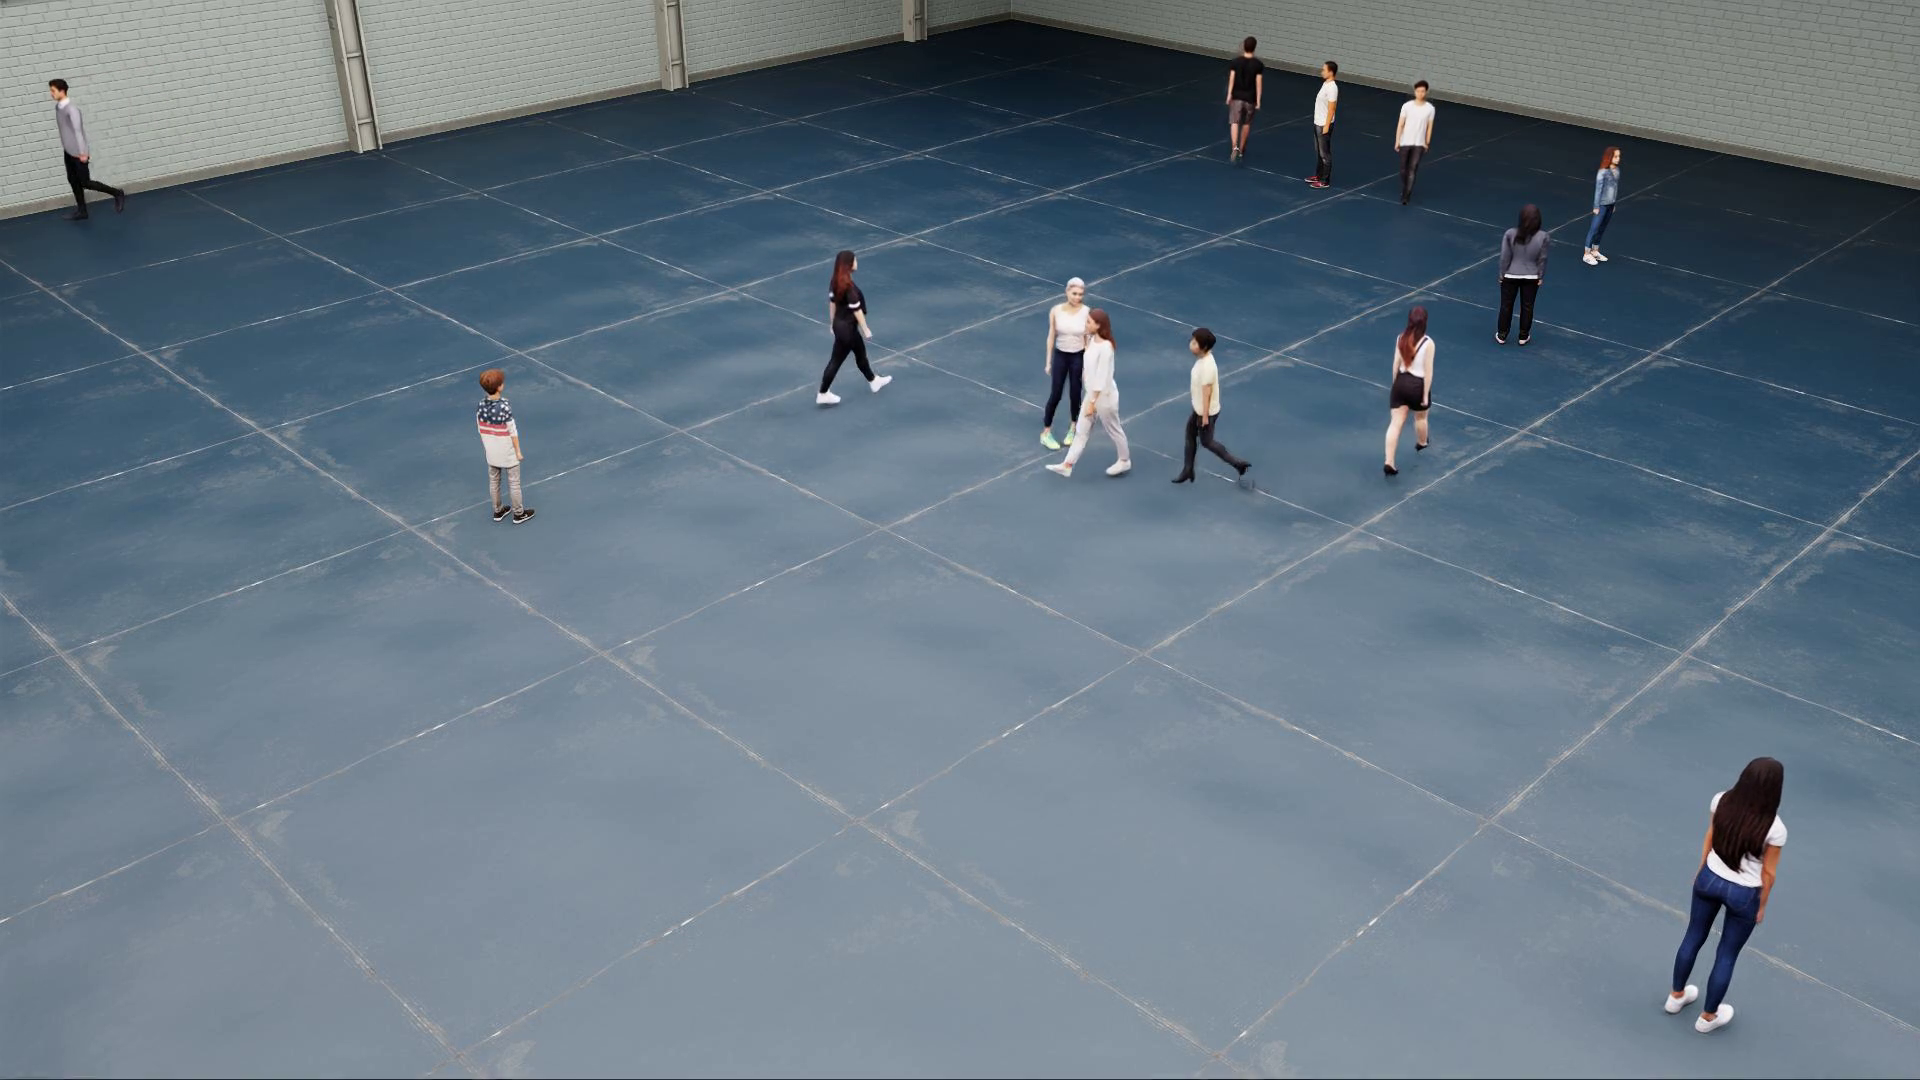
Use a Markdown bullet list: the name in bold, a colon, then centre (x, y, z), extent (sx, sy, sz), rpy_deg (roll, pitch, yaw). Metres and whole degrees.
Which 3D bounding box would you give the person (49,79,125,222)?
- **person**: centre (-11.947, -5.313, 22.657), extent (0.791, 1.899, 1.078), rpy_deg (23, 36, 36)

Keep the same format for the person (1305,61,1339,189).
- **person**: centre (5.301, -6.039, 24.126), extent (0.761, 1.800, 0.712), rpy_deg (-1, 28, -2)

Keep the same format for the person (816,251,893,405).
- **person**: centre (-1.232, -2.119, 16.989), extent (1.181, 1.590, 0.853), rpy_deg (-13, 31, -23)

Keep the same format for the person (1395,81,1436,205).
- **person**: centre (6.387, -5.630, 23.488), extent (0.916, 1.679, 1.181), rpy_deg (10, 30, 18)

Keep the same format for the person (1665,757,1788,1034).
- **person**: centre (4.222, 1.945, 9.162), extent (0.539, 1.774, 0.603), rpy_deg (-20, 34, -32)

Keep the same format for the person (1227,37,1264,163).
- **person**: centre (4.294, -6.681, 25.293), extent (1.060, 1.838, 1.223), rpy_deg (6, 29, 11)

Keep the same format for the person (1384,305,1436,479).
- **person**: centre (4.154, -1.339, 15.520), extent (0.672, 1.594, 1.124), rpy_deg (21, 35, 34)

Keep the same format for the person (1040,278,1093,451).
- **person**: centre (1.094, -1.762, 16.210), extent (0.805, 1.693, 0.862), rpy_deg (6, 29, 11)

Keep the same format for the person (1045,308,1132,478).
- **person**: centre (1.387, -1.328, 15.451), extent (1.177, 1.639, 0.893), rpy_deg (-12, 30, -21)

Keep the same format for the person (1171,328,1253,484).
- **person**: centre (2.323, -1.190, 15.281), extent (1.028, 1.556, 0.970), rpy_deg (1, 28, 3)

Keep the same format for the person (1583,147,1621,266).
- **person**: centre (8.180, -4.262, 21.135), extent (0.460, 1.476, 0.650), rpy_deg (-21, 34, -34)

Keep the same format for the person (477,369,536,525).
- **person**: centre (-4.074, -0.841, 14.750), extent (0.582, 1.439, 0.587), rpy_deg (9, 29, 16)

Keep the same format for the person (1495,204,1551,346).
- **person**: centre (6.266, -2.965, 18.563), extent (0.787, 1.604, 0.814), rpy_deg (8, 29, 15)
